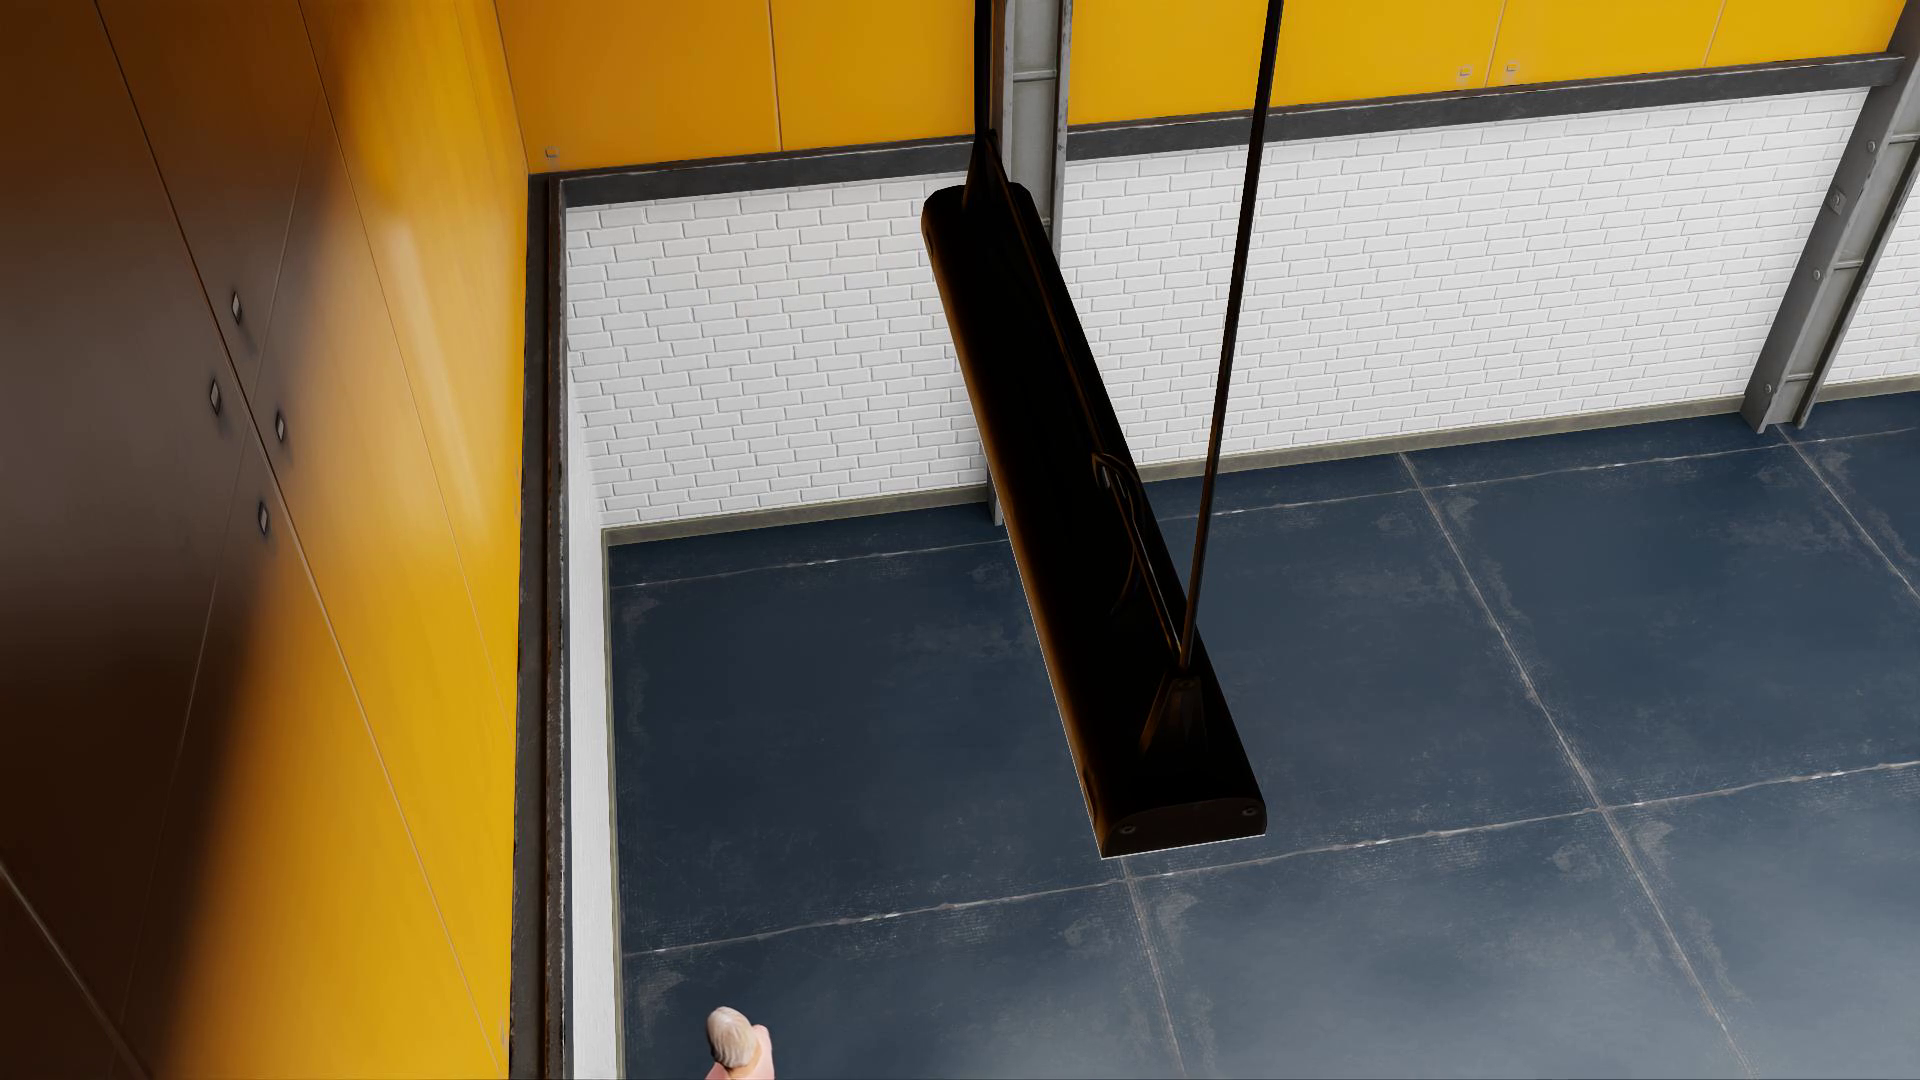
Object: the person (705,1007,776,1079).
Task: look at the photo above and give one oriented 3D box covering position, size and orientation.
[{"bbox_3d":[-0.999,2.723,7.870,0.677,1.724,0.678,12,45,12],"label":"person"}]
